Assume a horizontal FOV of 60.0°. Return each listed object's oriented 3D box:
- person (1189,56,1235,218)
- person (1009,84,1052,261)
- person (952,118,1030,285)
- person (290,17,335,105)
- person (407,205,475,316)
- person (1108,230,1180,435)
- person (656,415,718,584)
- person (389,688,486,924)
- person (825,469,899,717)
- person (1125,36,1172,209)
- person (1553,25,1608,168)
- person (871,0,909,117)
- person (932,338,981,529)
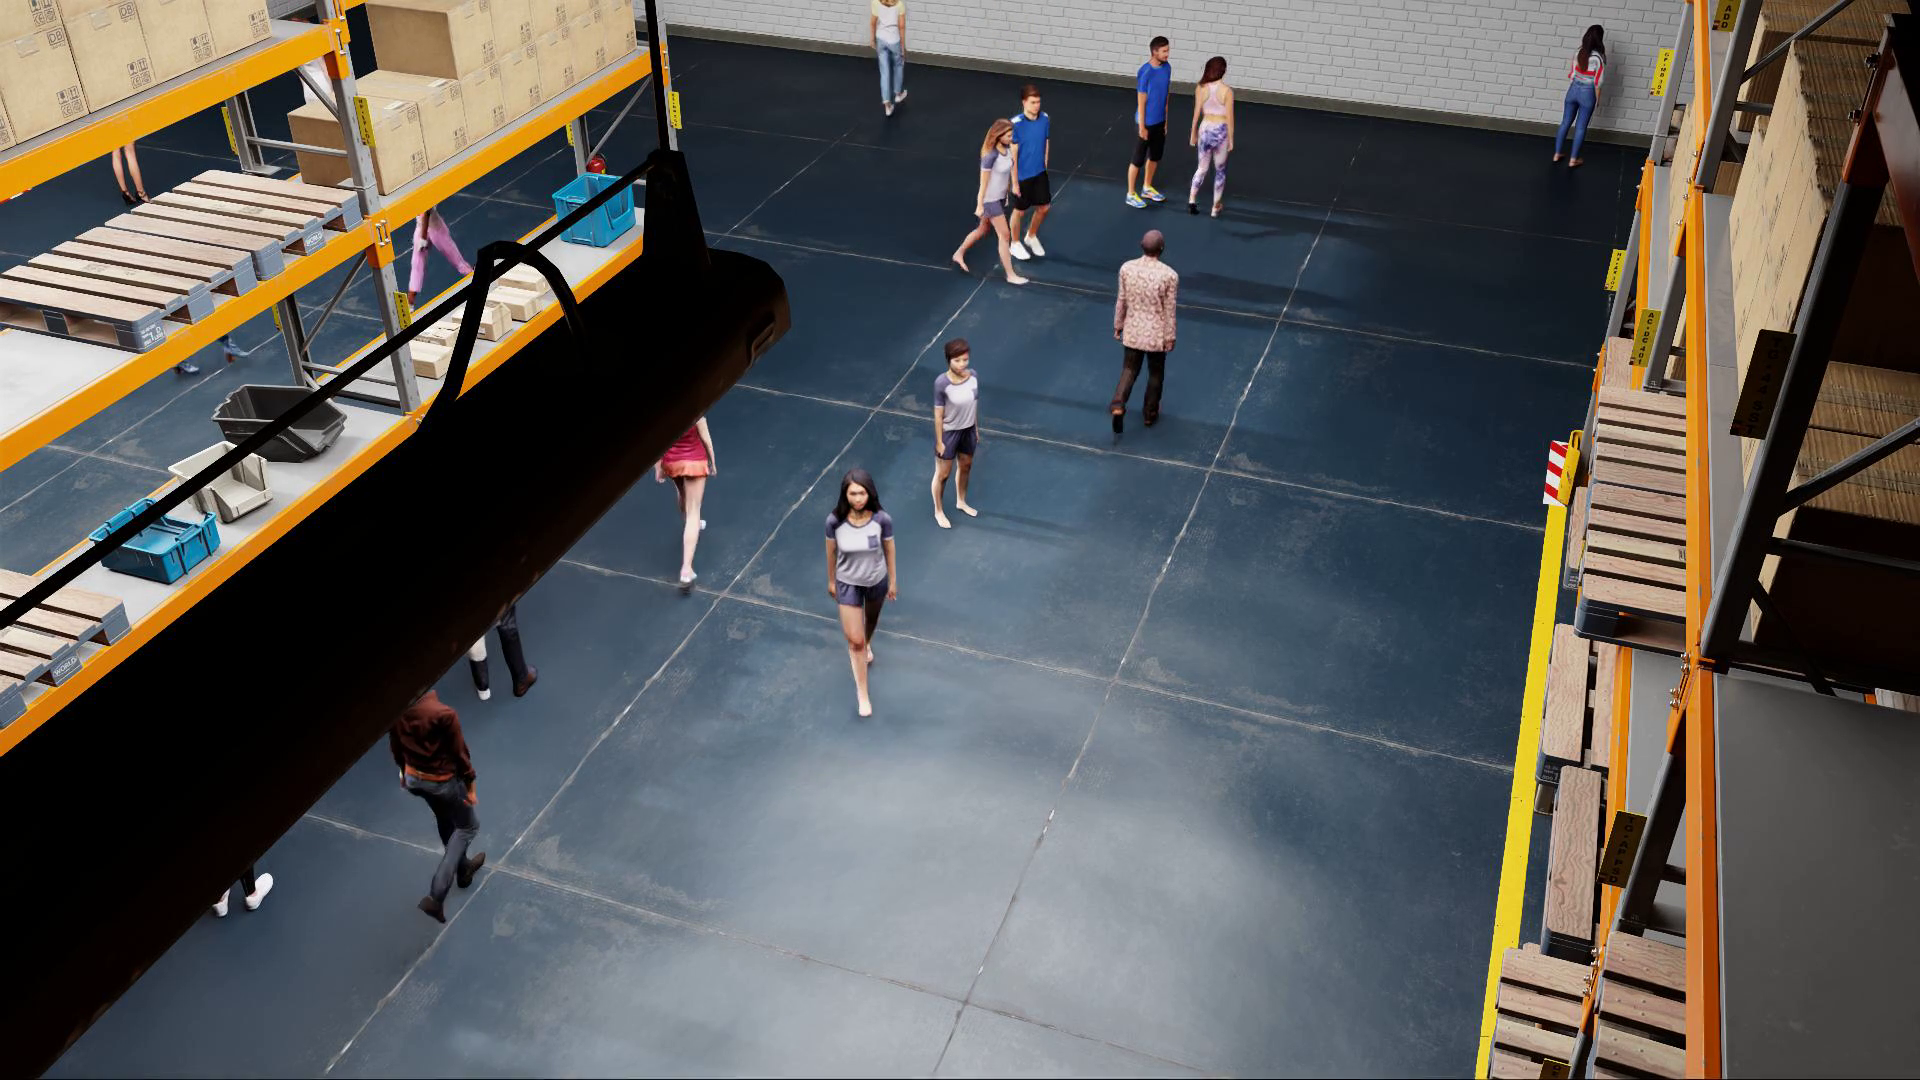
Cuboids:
[{"bbox_3d":[2.652,-4.243,17.741,0.667,1.747,0.933,21,39,29],"label":"person"},{"bbox_3d":[0.639,-3.764,16.928,0.830,1.849,0.910,-19,38,-26],"label":"person"},{"bbox_3d":[0.237,-3.366,16.495,0.767,1.665,1.063,16,37,22],"label":"person"},{"bbox_3d":[-7.333,-5.082,18.967,0.576,1.786,0.494,9,35,14],"label":"person"},{"bbox_3d":[-4.916,-2.931,15.827,1.223,1.680,1.138,-17,37,-23],"label":"person"},{"bbox_3d":[1.529,-1.692,13.867,0.740,1.787,0.995,15,36,21],"label":"person"},{"bbox_3d":[-2.026,-0.497,12.138,0.756,1.710,1.213,4,34,6],"label":"person"},{"bbox_3d":[-2.950,1.390,9.250,0.674,1.765,0.942,9,35,14],"label":"person"},{"bbox_3d":[-0.646,0.243,11.077,0.950,1.653,1.187,-5,34,-7],"label":"person"},{"bbox_3d":[2.071,-4.569,18.127,0.657,1.862,0.755,-25,41,-32],"label":"person"},{"bbox_3d":[7.182,-5.144,19.218,0.667,1.611,0.662,-25,41,-32],"label":"person"},{"bbox_3d":[-0.900,-6.100,20.583,0.682,1.693,0.962,8,35,12],"label":"person"},{"bbox_3d":[-0.030,-0.850,12.800,0.619,1.565,0.710,-23,40,-31],"label":"person"}]
